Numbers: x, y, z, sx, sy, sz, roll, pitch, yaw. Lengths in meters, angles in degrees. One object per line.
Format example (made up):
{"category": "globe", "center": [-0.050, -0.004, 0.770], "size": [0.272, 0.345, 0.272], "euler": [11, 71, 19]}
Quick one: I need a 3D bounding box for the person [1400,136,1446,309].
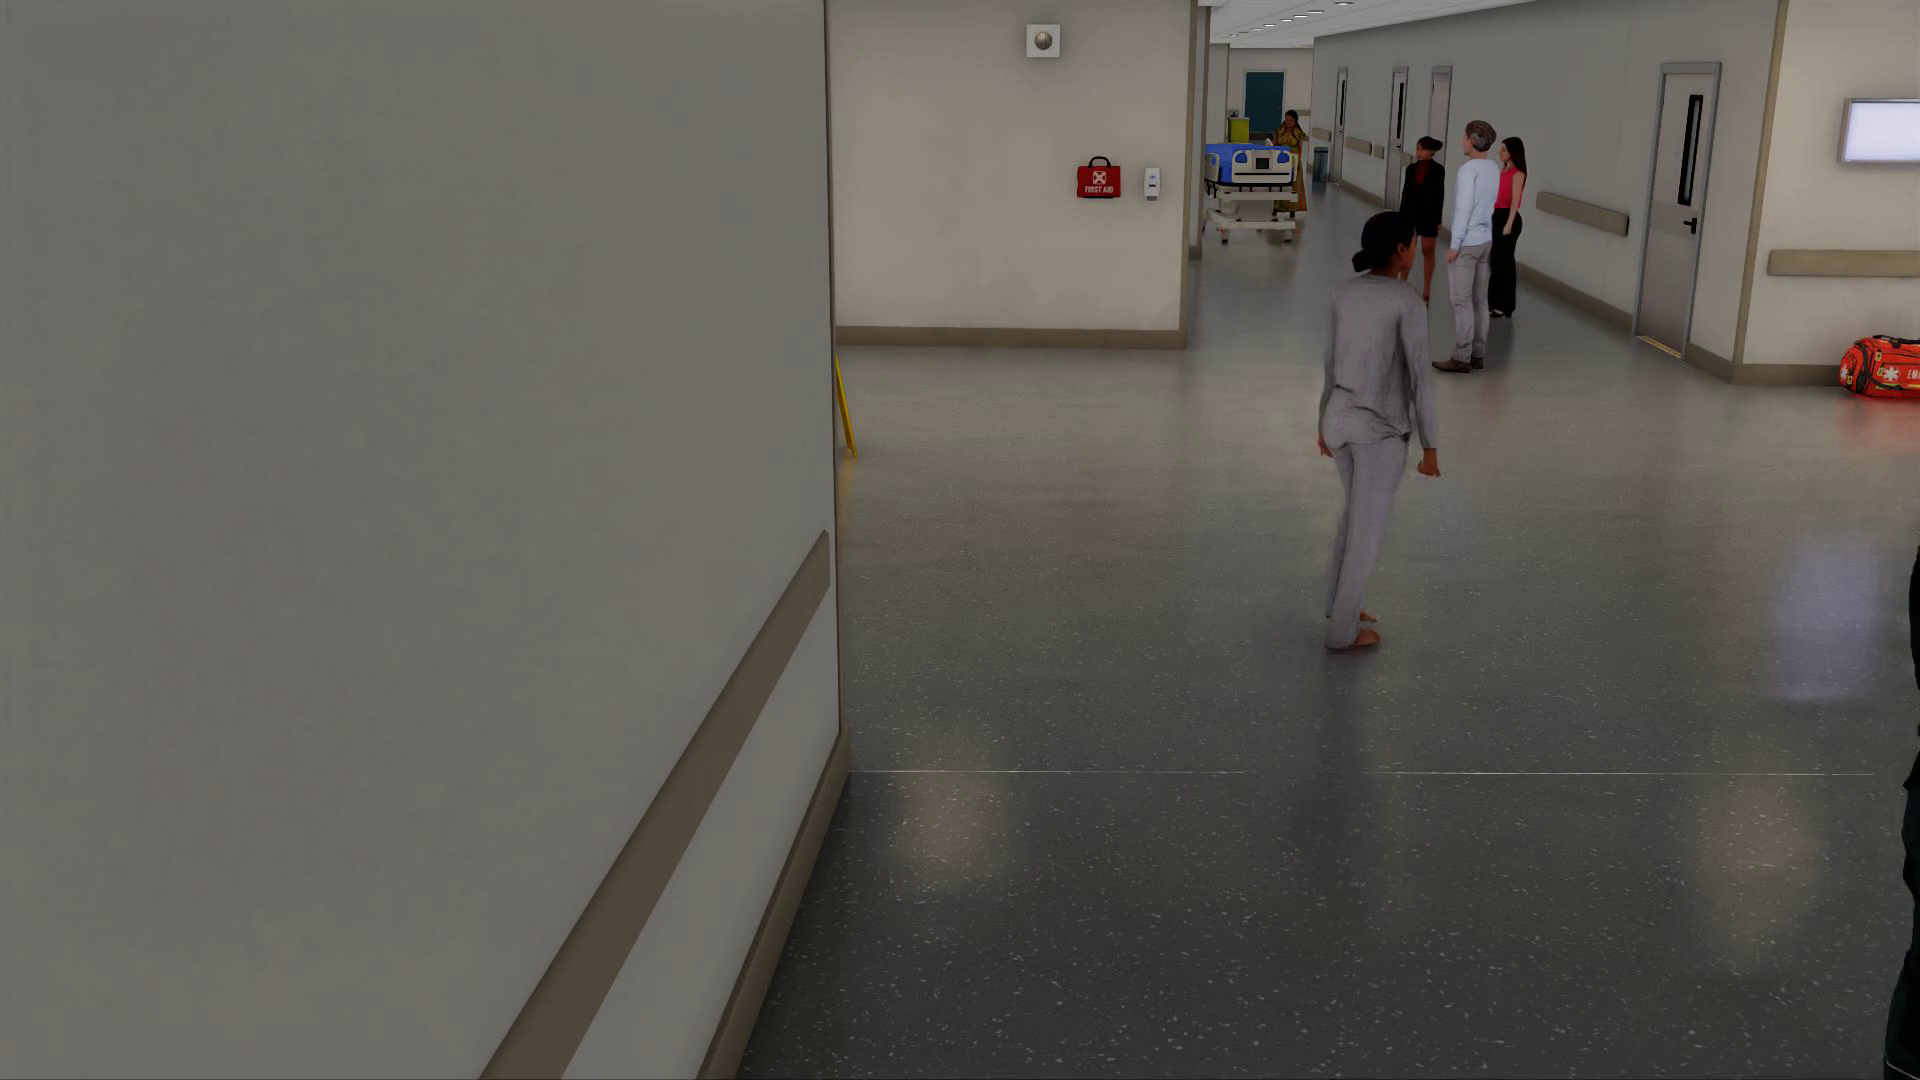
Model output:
{"category": "person", "center": [4.497, -3.105, 16.245], "size": [0.646, 1.640, 0.732], "euler": [9, 18, 29]}

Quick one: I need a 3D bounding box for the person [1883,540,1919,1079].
{"category": "person", "center": [2.038, 0.455, 3.259], "size": [0.639, 1.831, 0.731], "euler": [-1, 16, -2]}

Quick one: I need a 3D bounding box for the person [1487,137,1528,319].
{"category": "person", "center": [5.120, -2.943, 15.632], "size": [0.558, 1.661, 0.609], "euler": [-1, 16, -4]}

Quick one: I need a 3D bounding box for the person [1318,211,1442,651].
{"category": "person", "center": [1.539, -0.406, 6.524], "size": [0.845, 1.720, 0.798], "euler": [-10, 18, -31]}

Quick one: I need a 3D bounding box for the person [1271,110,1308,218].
{"category": "person", "center": [5.204, -5.995, 26.457], "size": [0.748, 1.661, 0.943], "euler": [3, 16, 12]}

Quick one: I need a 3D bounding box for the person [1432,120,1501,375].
{"category": "person", "center": [3.913, -2.249, 12.743], "size": [0.791, 1.893, 0.755], "euler": [15, 21, 42]}
